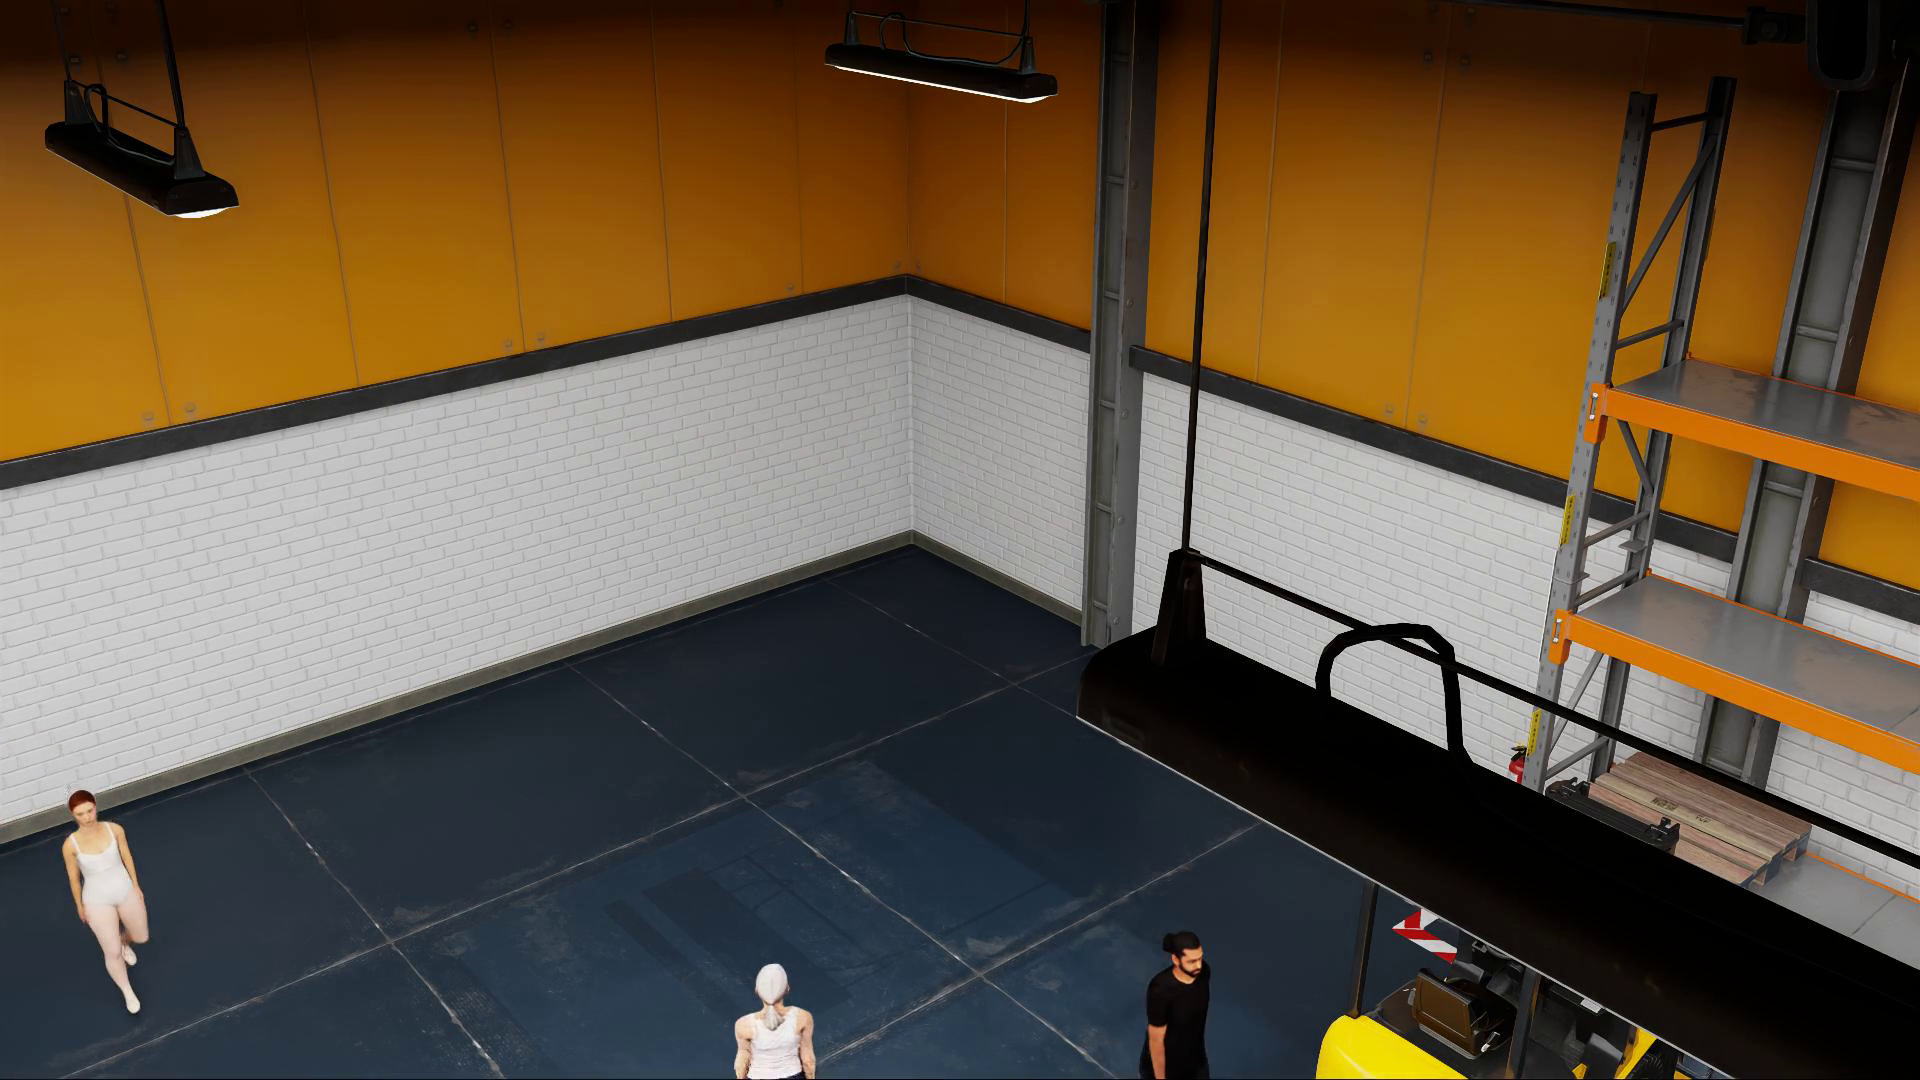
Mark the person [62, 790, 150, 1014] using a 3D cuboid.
[{"bbox_3d":[-5.697,2.360,11.105,0.567,1.630,0.791,-20,30,-38],"label":"person"}]

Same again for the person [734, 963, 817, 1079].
[{"bbox_3d":[-1.002,3.140,9.243,0.697,1.691,0.709,-7,25,-15],"label":"person"}]

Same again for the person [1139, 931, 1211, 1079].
[{"bbox_3d":[1.173,2.960,9.633,0.665,1.710,1.132,-17,29,-34],"label":"person"}]
